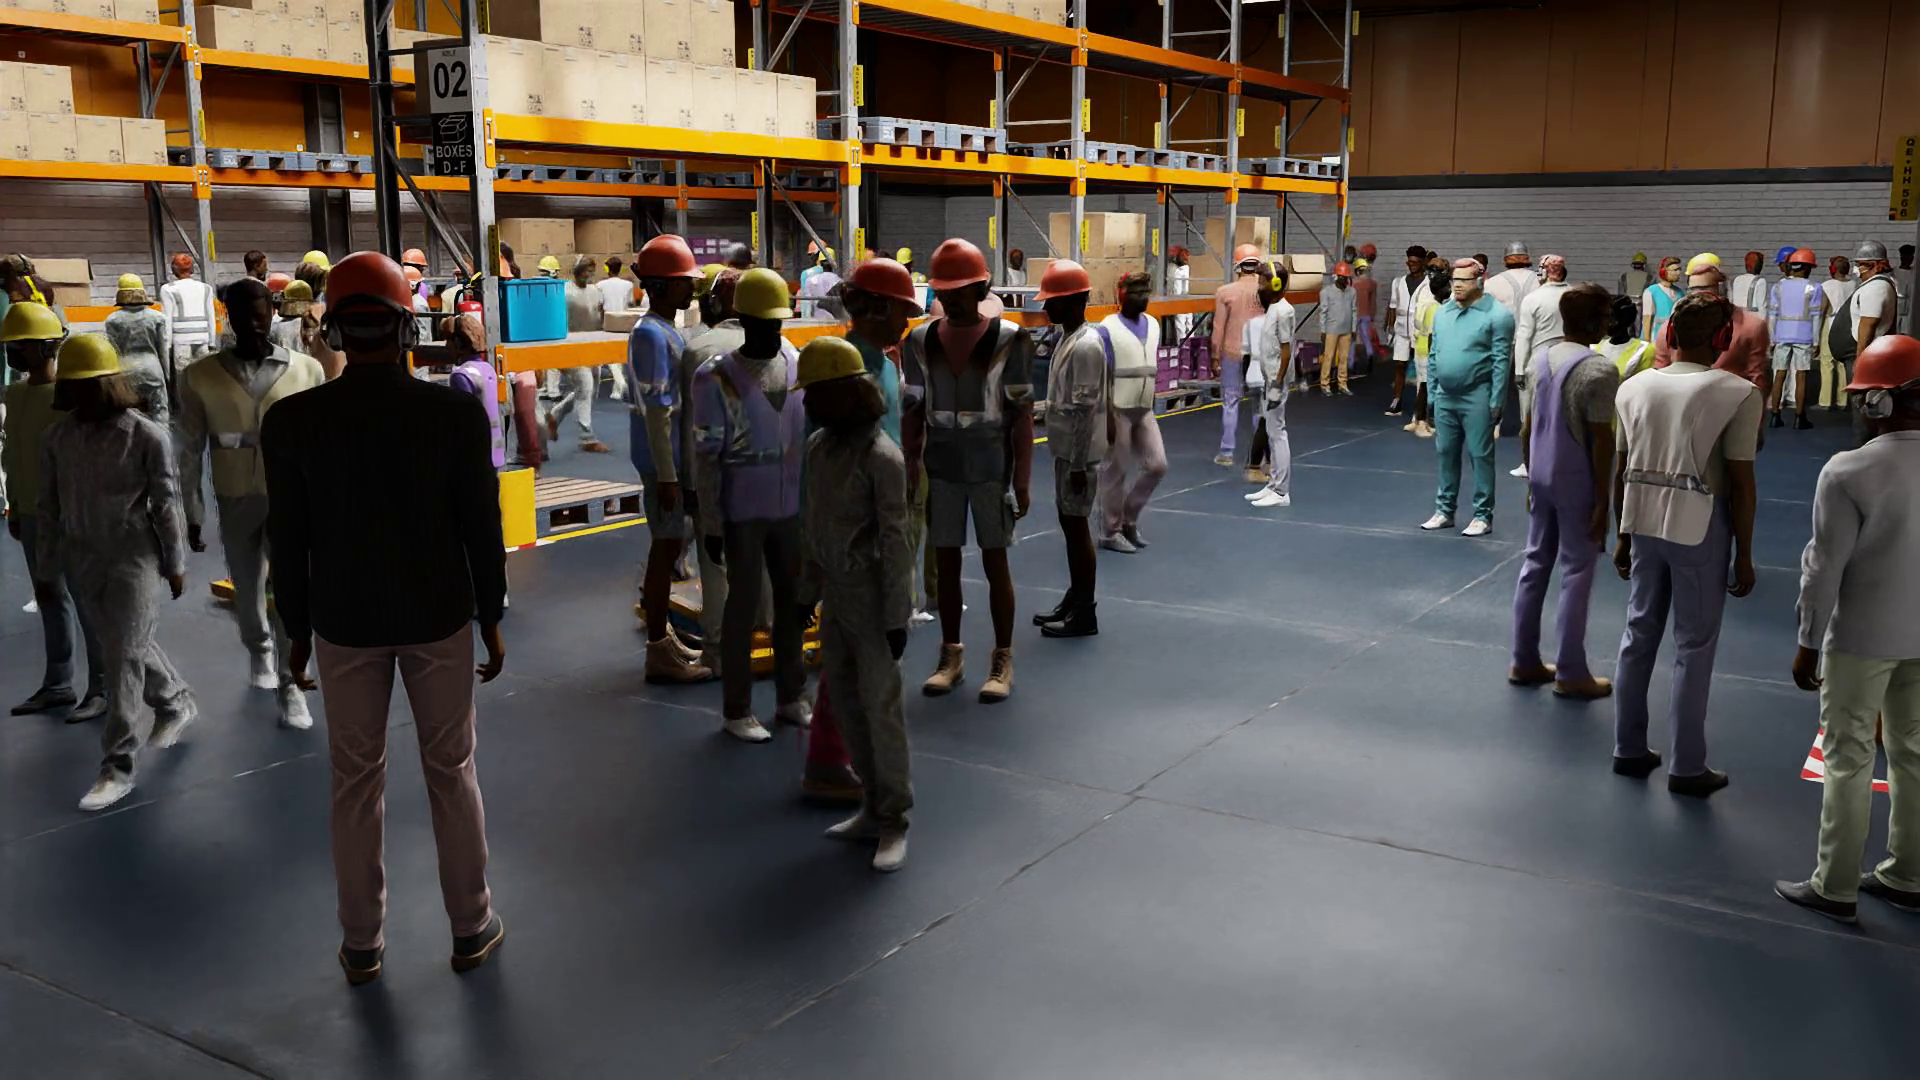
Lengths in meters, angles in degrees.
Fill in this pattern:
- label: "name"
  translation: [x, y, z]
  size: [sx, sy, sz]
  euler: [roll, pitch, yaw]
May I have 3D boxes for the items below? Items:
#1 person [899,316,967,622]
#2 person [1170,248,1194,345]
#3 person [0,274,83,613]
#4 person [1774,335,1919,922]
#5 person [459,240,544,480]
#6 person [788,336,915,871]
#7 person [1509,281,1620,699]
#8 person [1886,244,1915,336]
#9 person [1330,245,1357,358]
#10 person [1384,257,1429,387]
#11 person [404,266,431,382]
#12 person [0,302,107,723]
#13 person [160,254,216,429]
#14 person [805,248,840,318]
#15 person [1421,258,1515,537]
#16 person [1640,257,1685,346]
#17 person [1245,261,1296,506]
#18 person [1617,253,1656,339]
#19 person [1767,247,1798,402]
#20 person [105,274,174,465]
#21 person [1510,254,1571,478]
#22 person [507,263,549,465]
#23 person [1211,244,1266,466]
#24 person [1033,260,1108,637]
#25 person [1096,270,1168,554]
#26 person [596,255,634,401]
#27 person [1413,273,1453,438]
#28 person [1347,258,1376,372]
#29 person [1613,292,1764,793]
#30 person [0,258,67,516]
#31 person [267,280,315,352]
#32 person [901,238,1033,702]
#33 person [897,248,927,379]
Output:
- label: "person"
  translation: [-0.147, -0.380, 8.897]
  size: [0.286, 1.625, 0.495]
  euler: [8, 13, 36]
- label: "person"
  translation: [3.624, -3.785, 27.035]
  size: [0.337, 1.882, 0.585]
  euler: [9, 14, 41]
- label: "person"
  translation: [-5.002, -0.544, 9.196]
  size: [0.543, 1.843, 0.572]
  euler: [1, 10, 8]
- label: "person"
  translation: [2.738, 0.266, 4.974]
  size: [0.564, 1.745, 0.349]
  euler: [-3, 11, -14]
- label: "person"
  translation: [-3.768, -1.460, 13.722]
  size: [0.689, 2.000, 0.535]
  euler: [-2, 10, -11]
- label: "person"
  translation: [-0.340, 0.206, 5.378]
  size: [0.400, 1.723, 0.542]
  euler: [-7, 12, -33]
- label: "person"
  translation: [2.701, -0.219, 7.393]
  size: [0.341, 1.844, 0.512]
  euler: [-5, 11, -25]
- label: "person"
  translation: [13.953, -3.391, 24.638]
  size: [0.637, 1.961, 0.375]
  euler: [2, 10, 11]
- label: "person"
  translation: [6.661, -4.093, 28.598]
  size: [0.635, 1.936, 0.355]
  euler: [2, 10, 11]
- label: "person"
  translation: [6.157, -3.001, 22.880]
  size: [0.669, 1.829, 0.381]
  euler: [-1, 10, -7]
- label: "person"
  translation: [-5.695, -1.974, 17.359]
  size: [0.327, 1.753, 0.561]
  euler: [-5, 12, -28]
- label: "person"
  translation: [-3.827, -0.111, 7.004]
  size: [0.522, 1.769, 0.317]
  euler: [5, 11, 26]
- label: "person"
  translation: [-8.293, -2.135, 17.930]
  size: [0.349, 1.879, 0.577]
  euler: [7, 13, 35]
- label: "person"
  translation: [-1.675, -2.737, 21.117]
  size: [0.595, 1.923, 0.373]
  euler: [-3, 11, -14]
- label: "person"
  translation: [3.471, -0.980, 11.471]
  size: [0.399, 1.900, 0.646]
  euler: [-8, 13, -37]
- label: "person"
  translation: [7.267, -2.003, 17.258]
  size: [0.569, 1.849, 0.385]
  euler: [-7, 12, -32]
- label: "person"
  translation: [2.385, -1.184, 12.683]
  size: [0.326, 1.865, 0.519]
  euler: [1, 10, 3]
- label: "person"
  translation: [10.818, -3.678, 26.627]
  size: [0.586, 1.824, 0.404]
  euler: [6, 12, 30]
- label: "person"
  translation: [10.211, -2.640, 20.544]
  size: [0.412, 1.938, 0.605]
  euler: [1, 10, 4]
- label: "person"
  translation: [-7.099, -1.426, 14.392]
  size: [0.483, 1.736, 0.320]
  euler: [-7, 12, -33]
- label: "person"
  translation: [5.003, -1.473, 14.189]
  size: [0.643, 1.902, 0.399]
  euler: [-3, 11, -16]
- label: "person"
  translation: [-3.973, -1.591, 15.039]
  size: [0.402, 1.835, 0.562]
  euler: [3, 11, 15]
- label: "person"
  translation: [2.554, -1.657, 14.970]
  size: [0.615, 1.987, 0.407]
  euler: [-2, 10, -9]
- label: "person"
  translation: [0.556, -0.458, 8.502]
  size: [0.388, 1.925, 0.550]
  euler: [-1, 10, -5]
- label: "person"
  translation: [1.087, -0.817, 10.741]
  size: [0.592, 1.828, 0.451]
  euler: [-10, 14, -43]
- label: "person"
  translation: [-4.332, -2.665, 20.959]
  size: [0.531, 1.847, 0.801]
  euler: [-6, 12, -29]
- label: "person"
  translation: [4.859, -1.894, 17.107]
  size: [0.335, 1.688, 0.546]
  euler: [4, 11, 21]
- label: "person"
  translation: [6.092, -3.406, 25.324]
  size: [0.538, 1.748, 0.655]
  euler: [-3, 11, -14]
- label: "person"
  translation: [2.645, 0.012, 6.135]
  size: [0.393, 1.836, 0.560]
  euler: [-6, 12, -32]
- label: "person"
  translation: [-6.896, -1.119, 12.241]
  size: [0.636, 1.899, 0.401]
  euler: [-2, 10, -11]
- label: "person"
  translation: [-4.864, -1.046, 12.305]
  size: [0.494, 1.732, 0.378]
  euler: [2, 10, 10]
- label: "person"
  translation: [0.019, -0.299, 7.329]
  size: [0.613, 2.031, 0.410]
  euler: [4, 11, 19]
- label: "person"
  translation: [-0.739, -2.998, 22.586]
  size: [0.585, 1.918, 0.381]
  euler: [3, 11, 15]
